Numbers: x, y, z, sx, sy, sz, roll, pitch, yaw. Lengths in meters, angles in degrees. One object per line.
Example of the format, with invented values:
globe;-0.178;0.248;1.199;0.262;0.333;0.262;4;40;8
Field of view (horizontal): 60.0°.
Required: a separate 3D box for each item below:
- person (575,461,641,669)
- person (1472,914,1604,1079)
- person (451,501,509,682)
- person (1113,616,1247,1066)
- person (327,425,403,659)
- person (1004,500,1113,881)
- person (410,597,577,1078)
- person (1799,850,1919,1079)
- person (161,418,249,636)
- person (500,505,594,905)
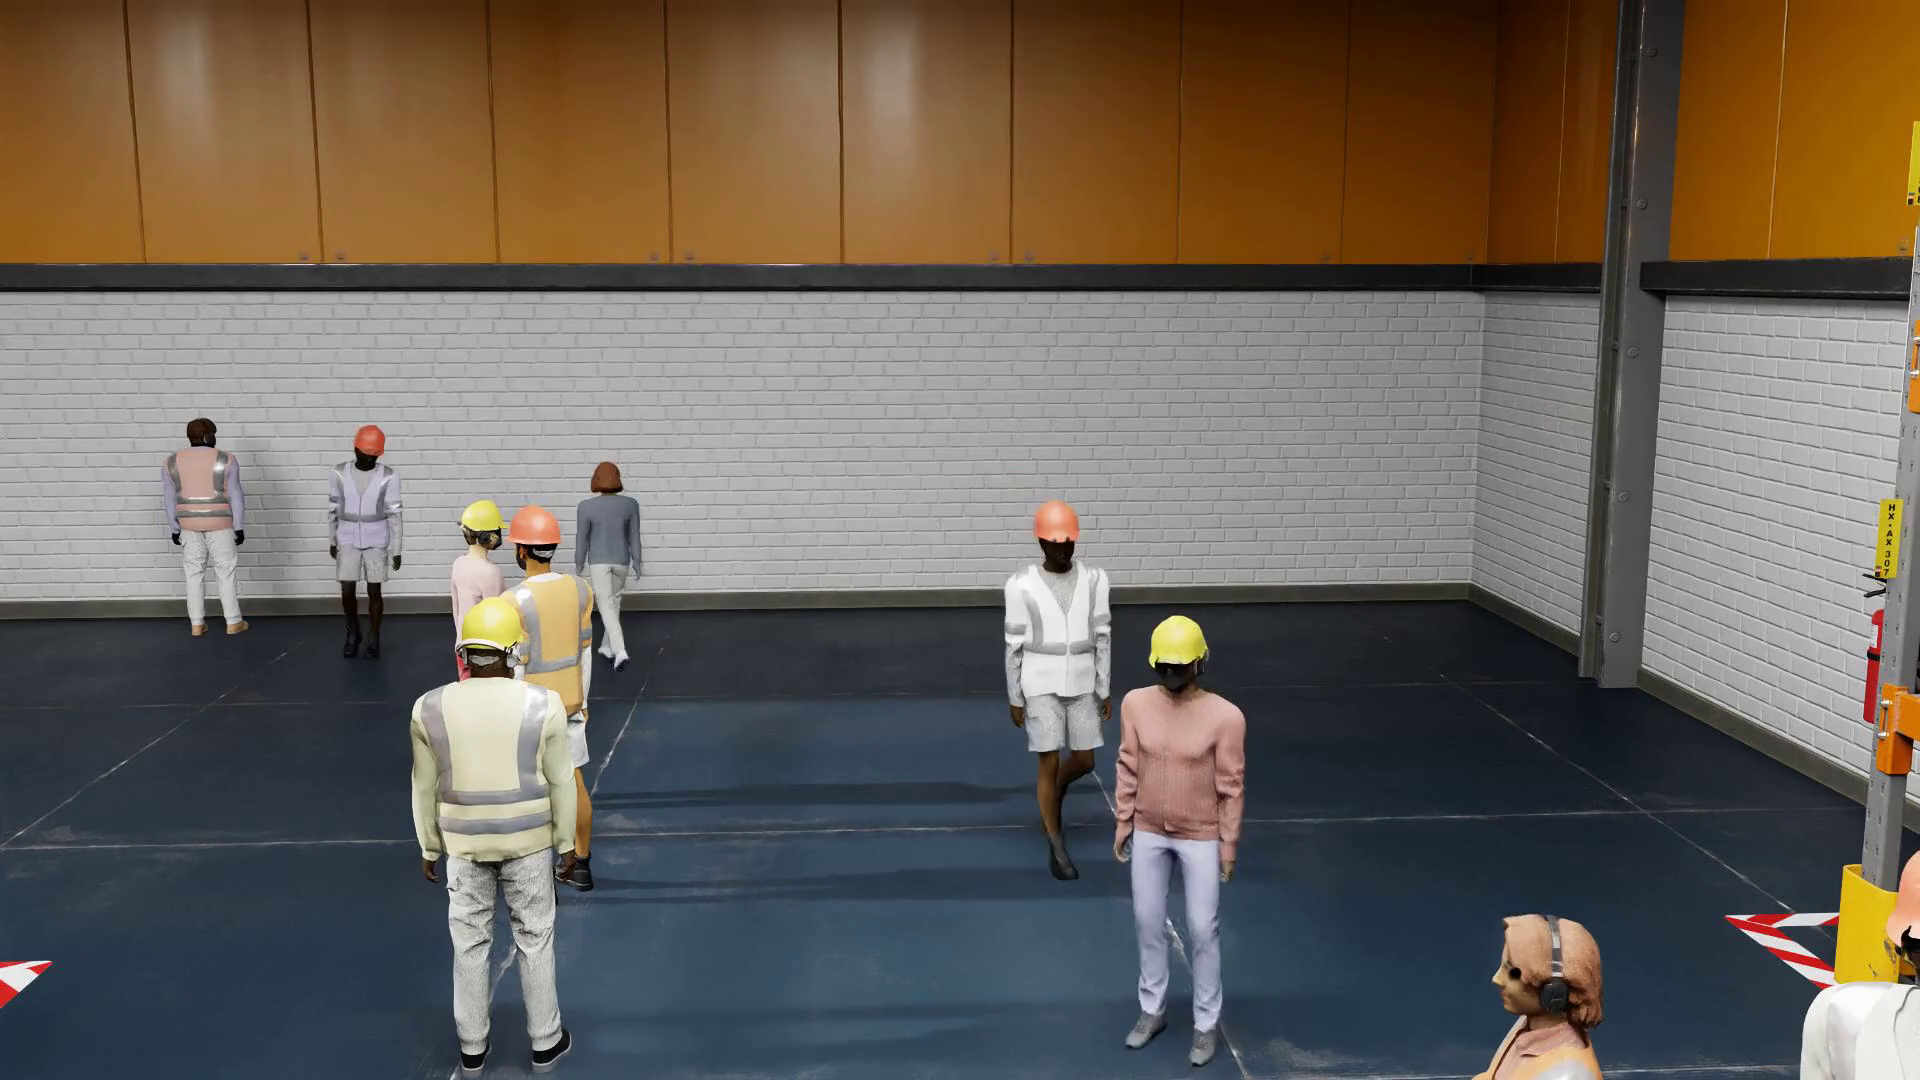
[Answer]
person;-2.719;0.185;12.931;0.508;1.597;0.810;-6;11;-31
person;1.297;1.628;3.752;0.308;1.640;0.511;2;9;11
person;-2.696;0.654;9.470;0.314;1.768;0.526;-8;12;-43
person;0.841;1.148;6.419;0.533;1.754;0.376;5;10;29
person;-4.651;0.032;13.016;0.586;1.882;0.597;-2;9;-11
person;0.490;0.729;8.517;0.562;1.924;0.651;-2;9;-13
person;-1.750;1.124;6.311;0.601;1.830;0.403;-1;9;-5
person;1.818;1.528;3.109;0.377;2.045;0.605;-8;12;-42
person;-6.350;-0.108;14.033;0.624;1.841;0.430;-1;9;-7
person;-2.015;0.797;8.031;0.361;1.939;0.543;6;11;35
